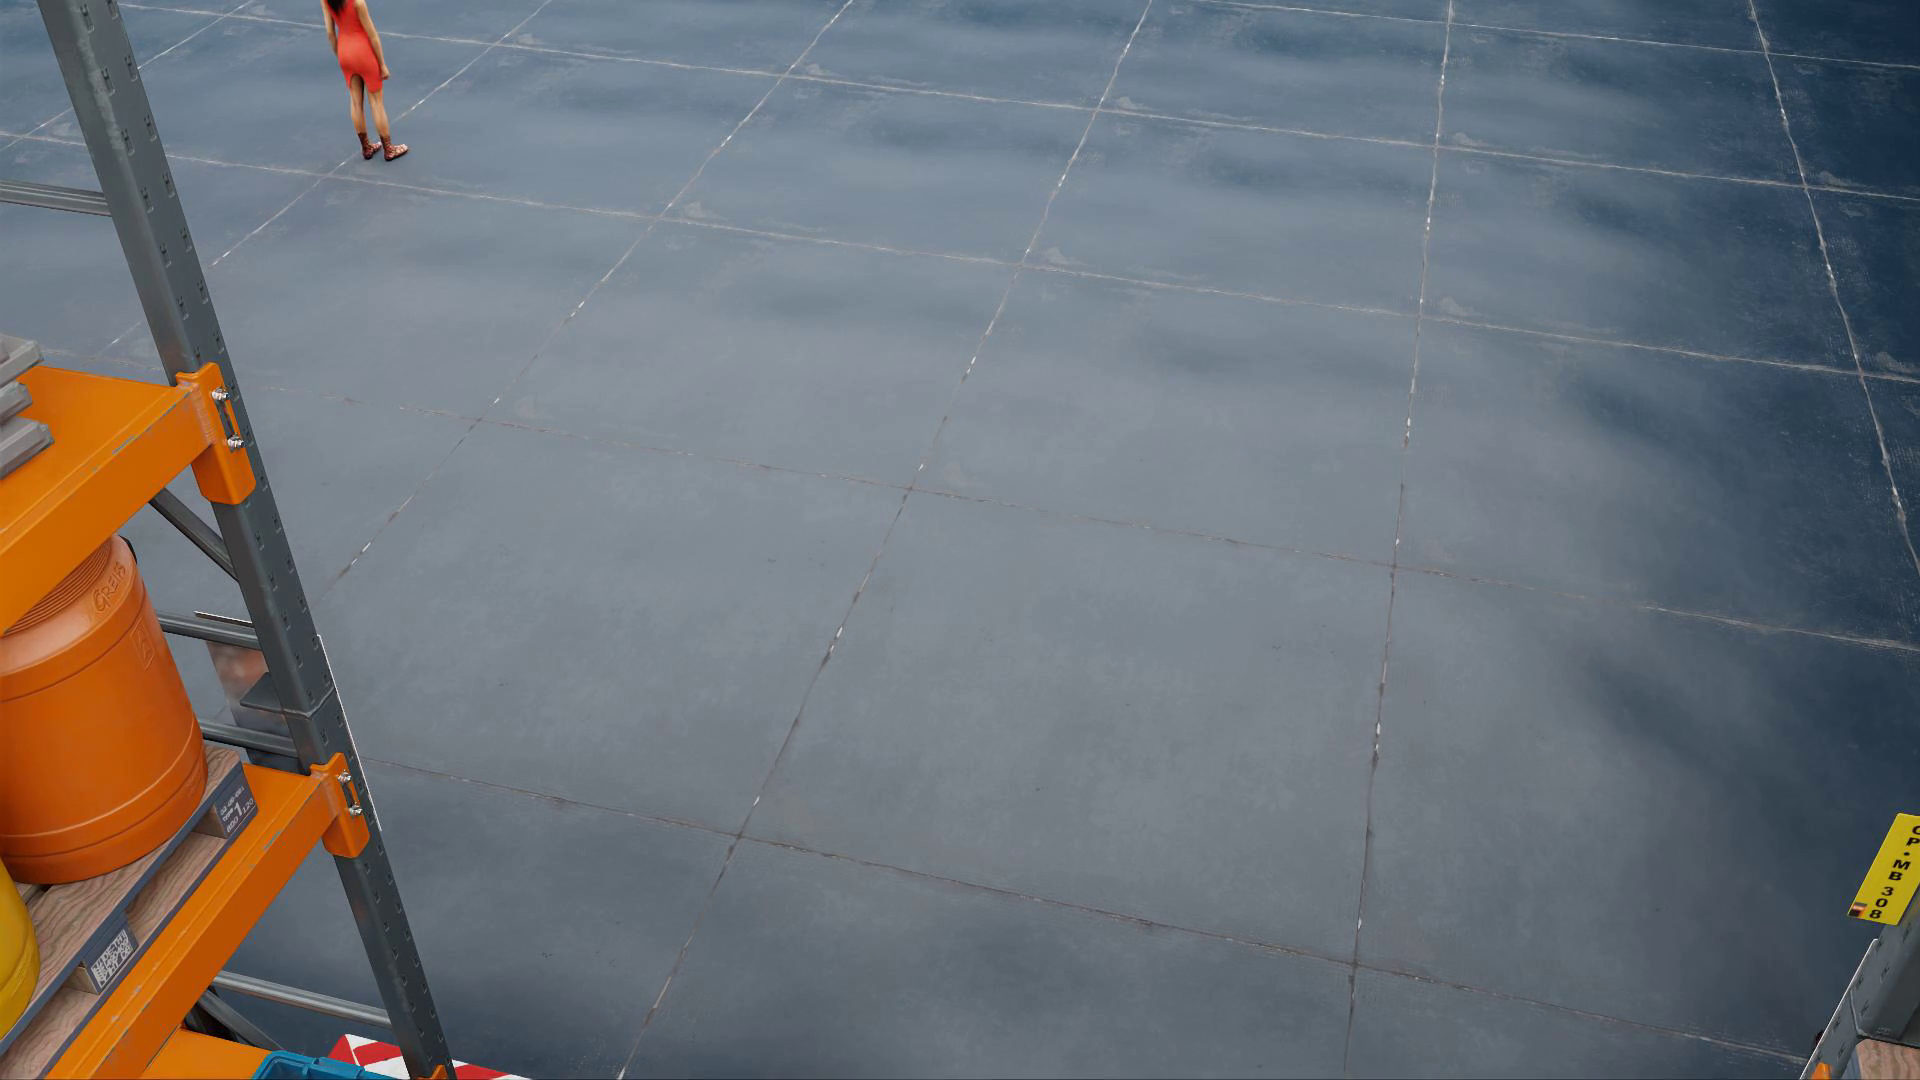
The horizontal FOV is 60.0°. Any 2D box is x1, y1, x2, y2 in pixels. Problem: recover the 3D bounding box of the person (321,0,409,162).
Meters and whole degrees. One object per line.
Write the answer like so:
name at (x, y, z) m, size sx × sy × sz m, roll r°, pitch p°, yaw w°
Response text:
person at (-4.979, -3.979, 13.763) m, size 0.589 × 1.719 × 0.499 m, roll 10°, pitch 39°, yaw 12°
